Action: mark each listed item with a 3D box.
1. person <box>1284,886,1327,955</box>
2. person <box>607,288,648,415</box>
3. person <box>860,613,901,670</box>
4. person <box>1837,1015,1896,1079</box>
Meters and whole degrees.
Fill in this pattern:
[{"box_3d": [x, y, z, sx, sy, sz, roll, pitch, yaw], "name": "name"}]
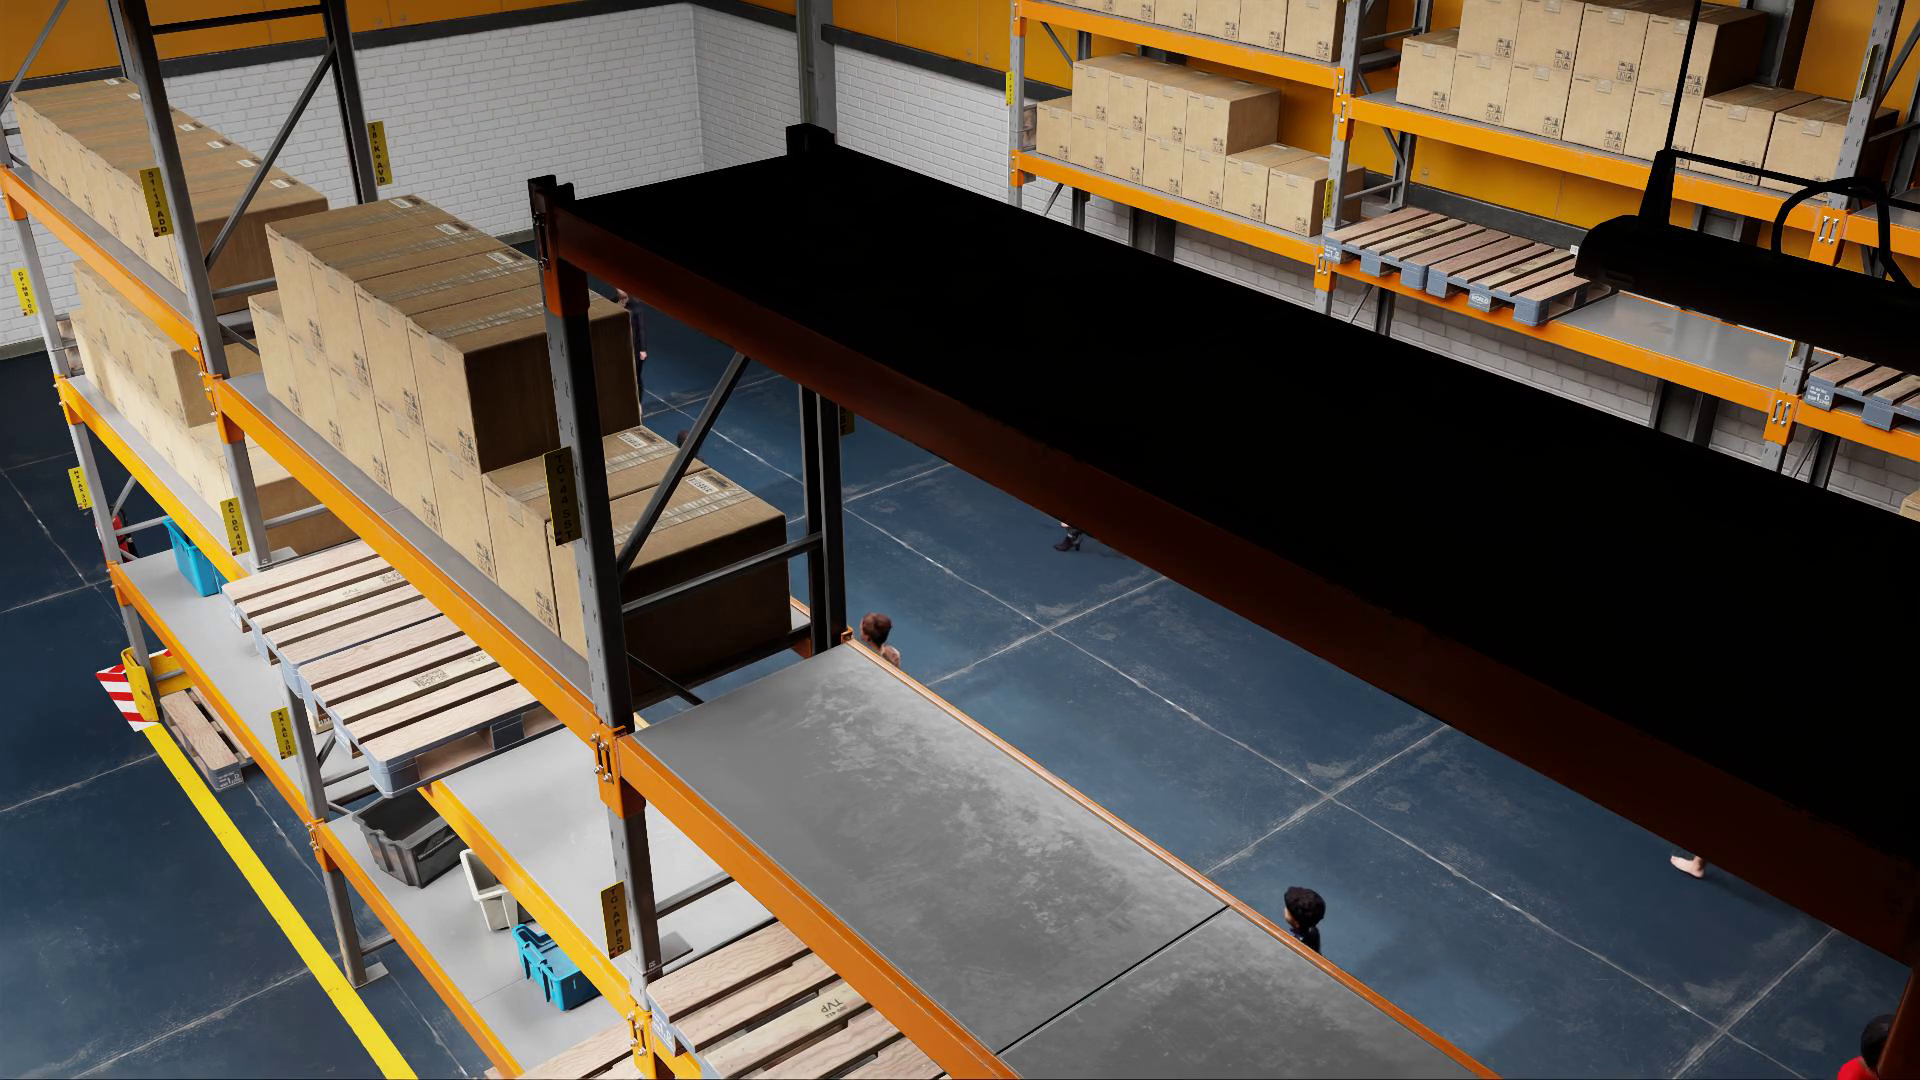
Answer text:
[{"box_3d": [1.965, 2.510, 9.535, 0.704, 1.242, 0.575, 20, 34, 32], "name": "person"}, {"box_3d": [-3.467, -2.005, 17.357, 0.730, 1.677, 0.807, 13, 31, 22], "name": "person"}, {"box_3d": [-0.515, 1.284, 11.368, 1.154, 1.638, 0.713, 22, 35, 34], "name": "person"}, {"box_3d": [4.293, 2.980, 8.178, 0.913, 1.715, 1.097, -5, 29, -8], "name": "person"}]
